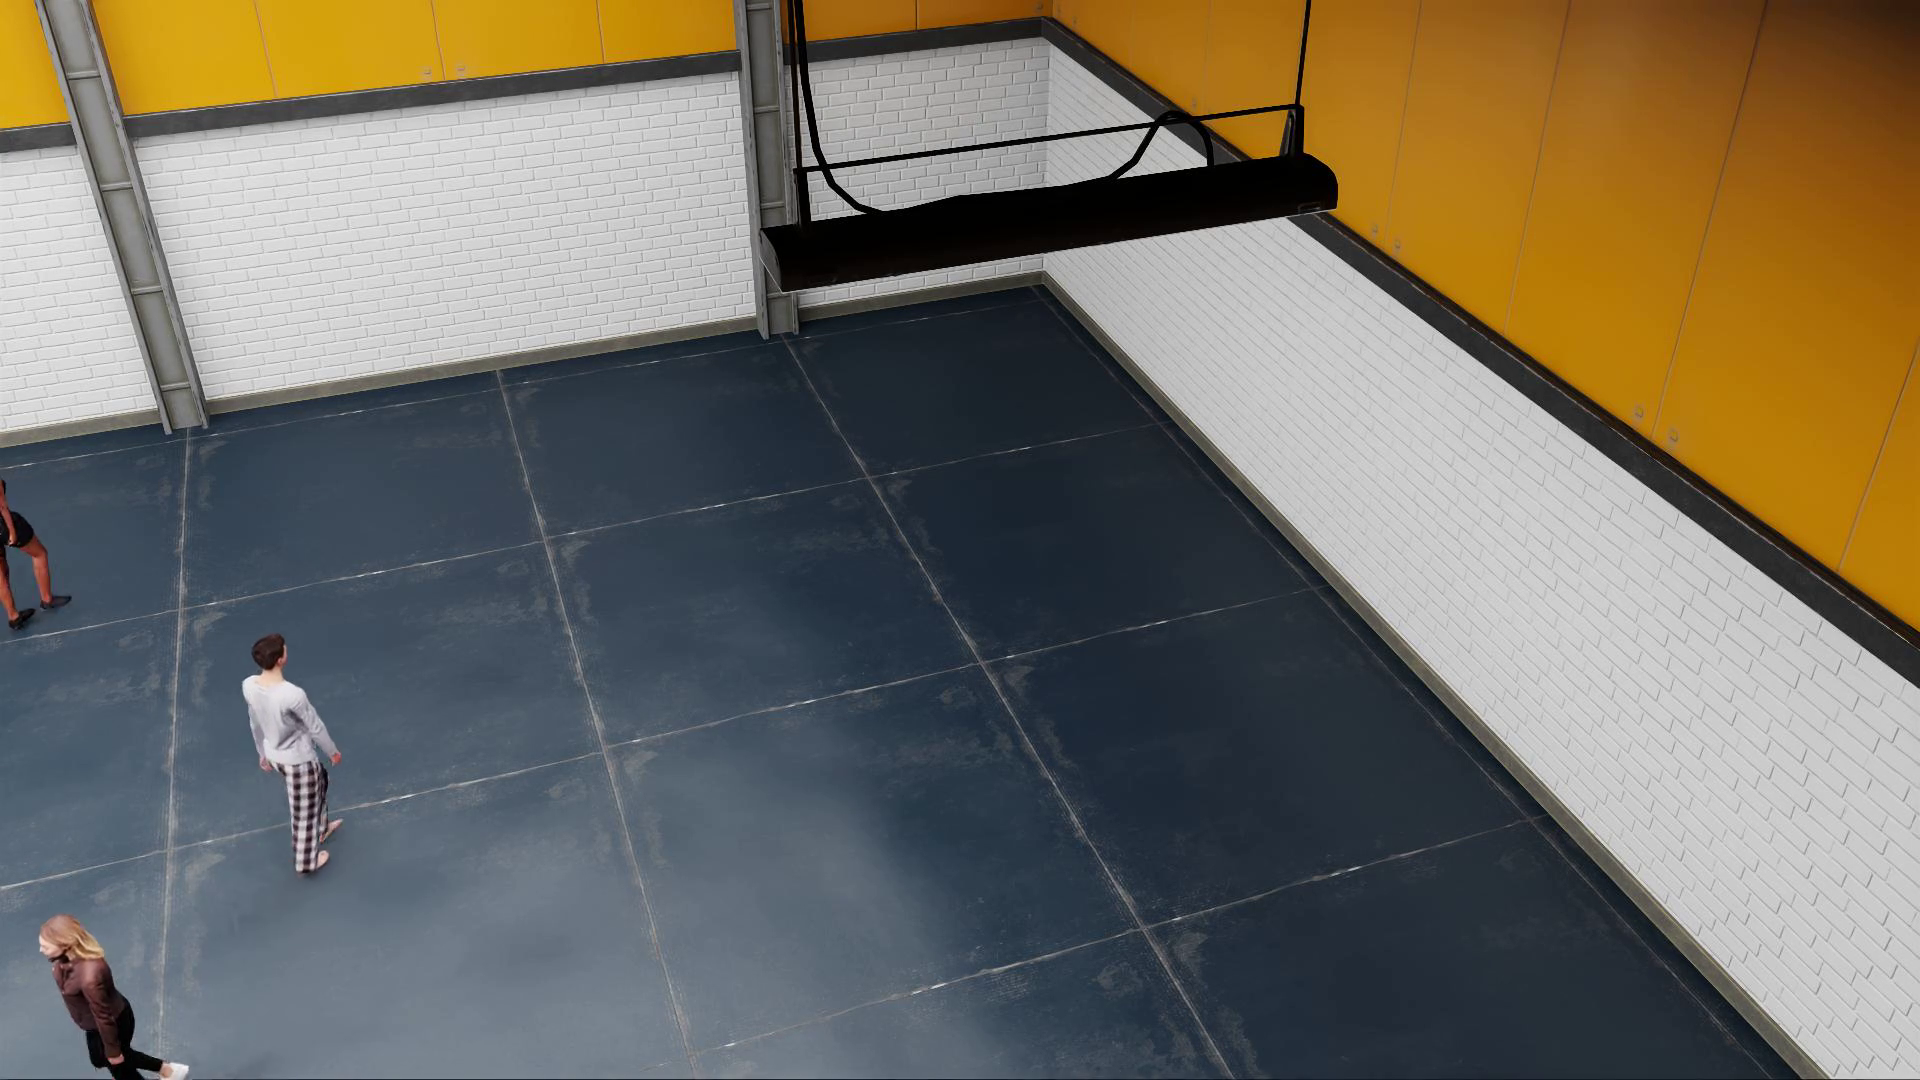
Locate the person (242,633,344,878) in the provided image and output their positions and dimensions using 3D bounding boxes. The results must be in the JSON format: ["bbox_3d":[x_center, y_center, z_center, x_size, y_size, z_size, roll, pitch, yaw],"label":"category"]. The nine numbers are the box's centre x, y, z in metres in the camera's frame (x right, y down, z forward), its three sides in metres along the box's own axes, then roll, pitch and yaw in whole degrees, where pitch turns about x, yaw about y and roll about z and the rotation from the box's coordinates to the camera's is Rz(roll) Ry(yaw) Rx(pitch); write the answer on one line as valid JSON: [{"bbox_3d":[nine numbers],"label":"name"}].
[{"bbox_3d":[-4.400,1.459,10.822,0.861,1.833,0.924,16,37,23],"label":"person"}]

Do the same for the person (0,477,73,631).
[{"bbox_3d":[-7.669,-0.024,13.150,0.777,1.726,0.823,7,34,10],"label":"person"}]

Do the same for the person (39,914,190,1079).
[{"bbox_3d":[-4.624,2.629,9.188,0.770,1.693,0.717,-22,40,-30],"label":"person"}]
